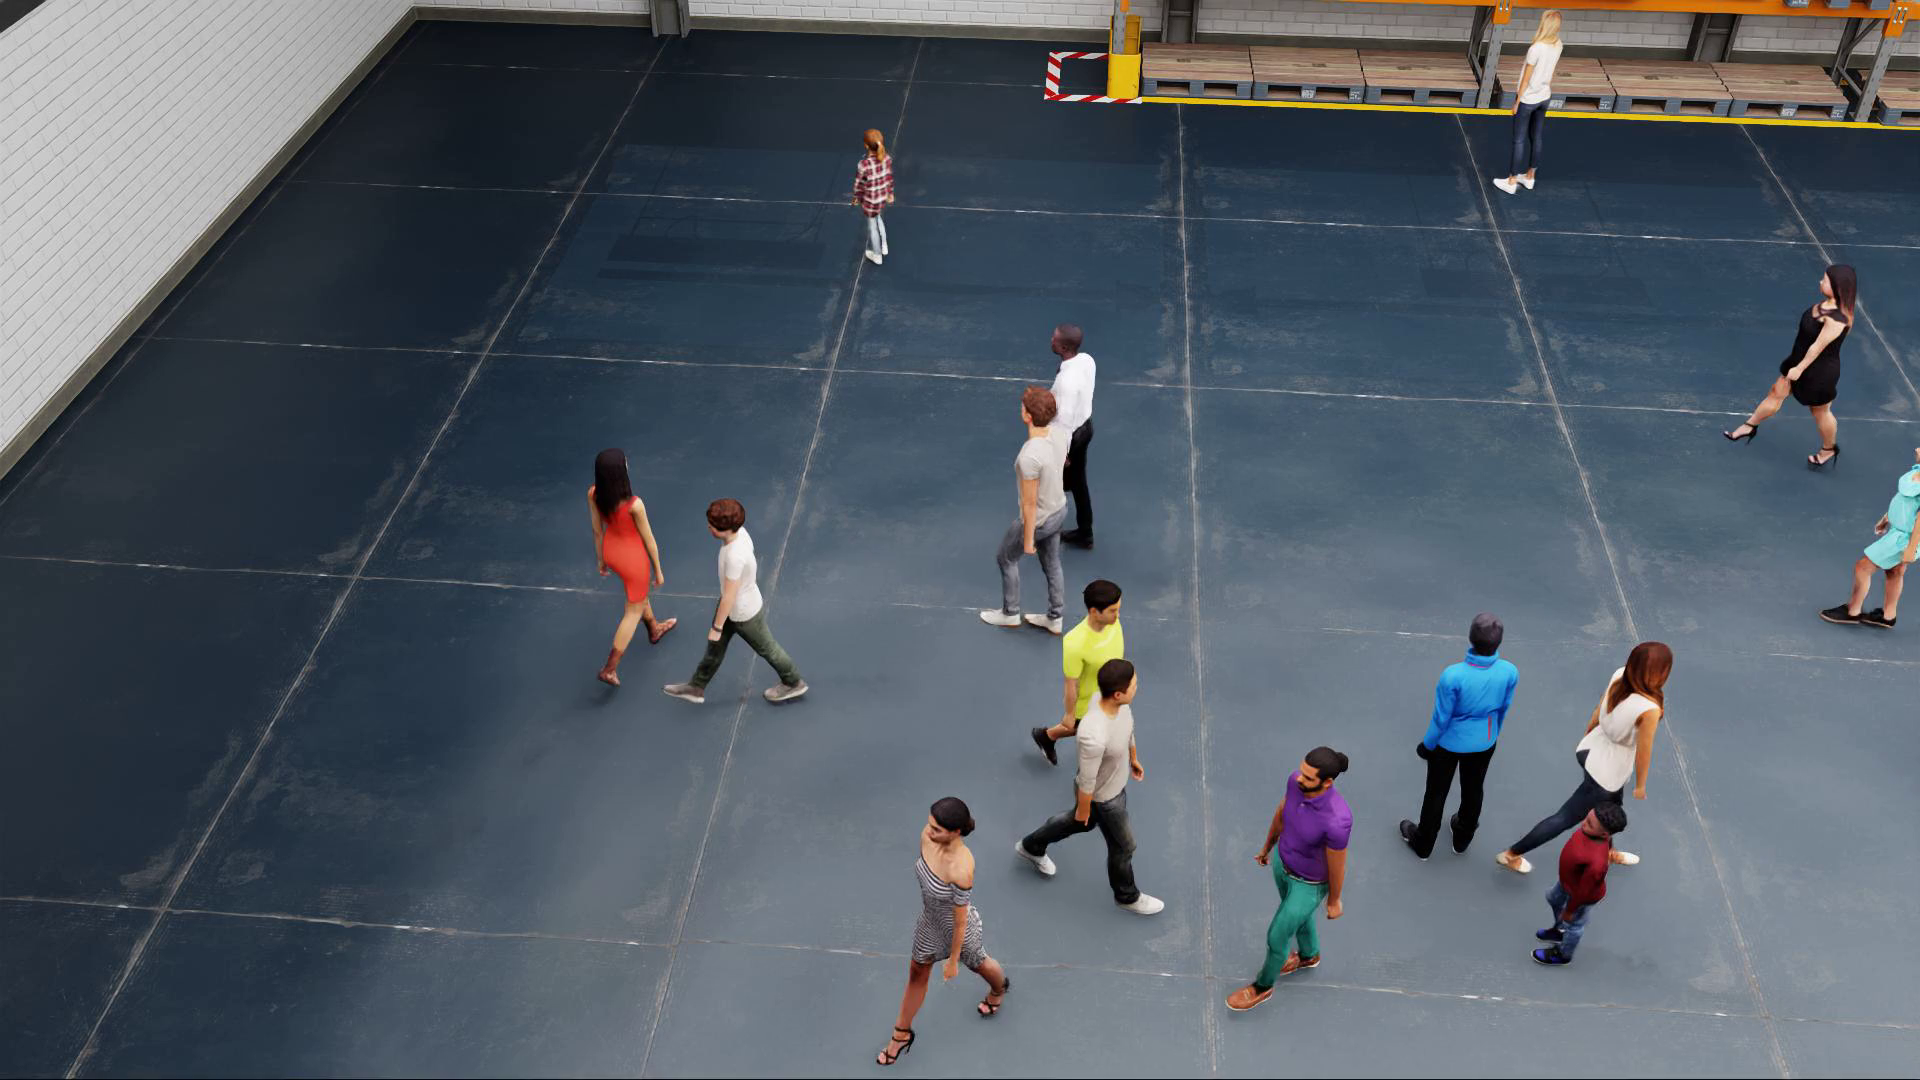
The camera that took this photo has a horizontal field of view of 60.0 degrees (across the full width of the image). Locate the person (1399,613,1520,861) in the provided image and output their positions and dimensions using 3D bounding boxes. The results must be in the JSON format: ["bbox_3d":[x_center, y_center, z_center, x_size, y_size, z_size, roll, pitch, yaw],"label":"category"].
[{"bbox_3d":[2.845,1.132,9.389,0.559,1.801,0.721,-5,39,-7],"label":"person"}]

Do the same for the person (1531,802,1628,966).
[{"bbox_3d":[3.391,1.853,8.929,0.523,1.248,0.545,10,40,12],"label":"person"}]

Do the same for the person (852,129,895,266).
[{"bbox_3d":[-0.741,-3.085,15.071,0.633,1.300,0.693,-27,46,-30],"label":"person"}]

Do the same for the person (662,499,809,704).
[{"bbox_3d":[-1.282,0.438,10.417,1.217,1.603,0.852,-10,40,-12],"label":"person"}]

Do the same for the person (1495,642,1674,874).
[{"bbox_3d":[3.494,1.267,9.264,1.129,1.747,0.692,-2,39,-2],"label":"person"}]

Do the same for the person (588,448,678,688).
[{"bbox_3d":[-2.172,0.190,10.654,1.107,1.696,0.943,18,42,21],"label":"person"}]

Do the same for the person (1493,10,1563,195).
[{"bbox_3d":[5.565,-4.243,16.113,0.638,1.809,0.717,-23,44,-26],"label":"person"}]

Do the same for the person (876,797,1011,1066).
[{"bbox_3d":[0.036,1.936,8.407,1.136,1.770,1.022,-23,44,-26],"label":"person"}]

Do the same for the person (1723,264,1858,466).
[{"bbox_3d":[6.497,-1.243,12.475,1.133,1.662,0.834,14,41,17],"label":"person"}]

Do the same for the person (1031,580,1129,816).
[{"bbox_3d":[0.711,0.882,9.796,1.112,1.684,0.949,24,44,27],"label":"person"}]

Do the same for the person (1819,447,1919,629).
[{"bbox_3d":[6.360,-0.030,11.051,0.787,1.544,0.676,15,41,18],"label":"person"}]

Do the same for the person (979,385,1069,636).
[{"bbox_3d":[0.604,-0.128,10.911,0.933,1.871,0.850,20,43,23],"label":"person"}]

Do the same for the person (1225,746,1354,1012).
[{"bbox_3d":[1.874,1.715,8.700,1.014,1.751,0.885,-13,40,-15],"label":"person"}]

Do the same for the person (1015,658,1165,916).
[{"bbox_3d":[0.685,1.320,9.177,1.176,1.771,0.762,10,40,12],"label":"person"}]
